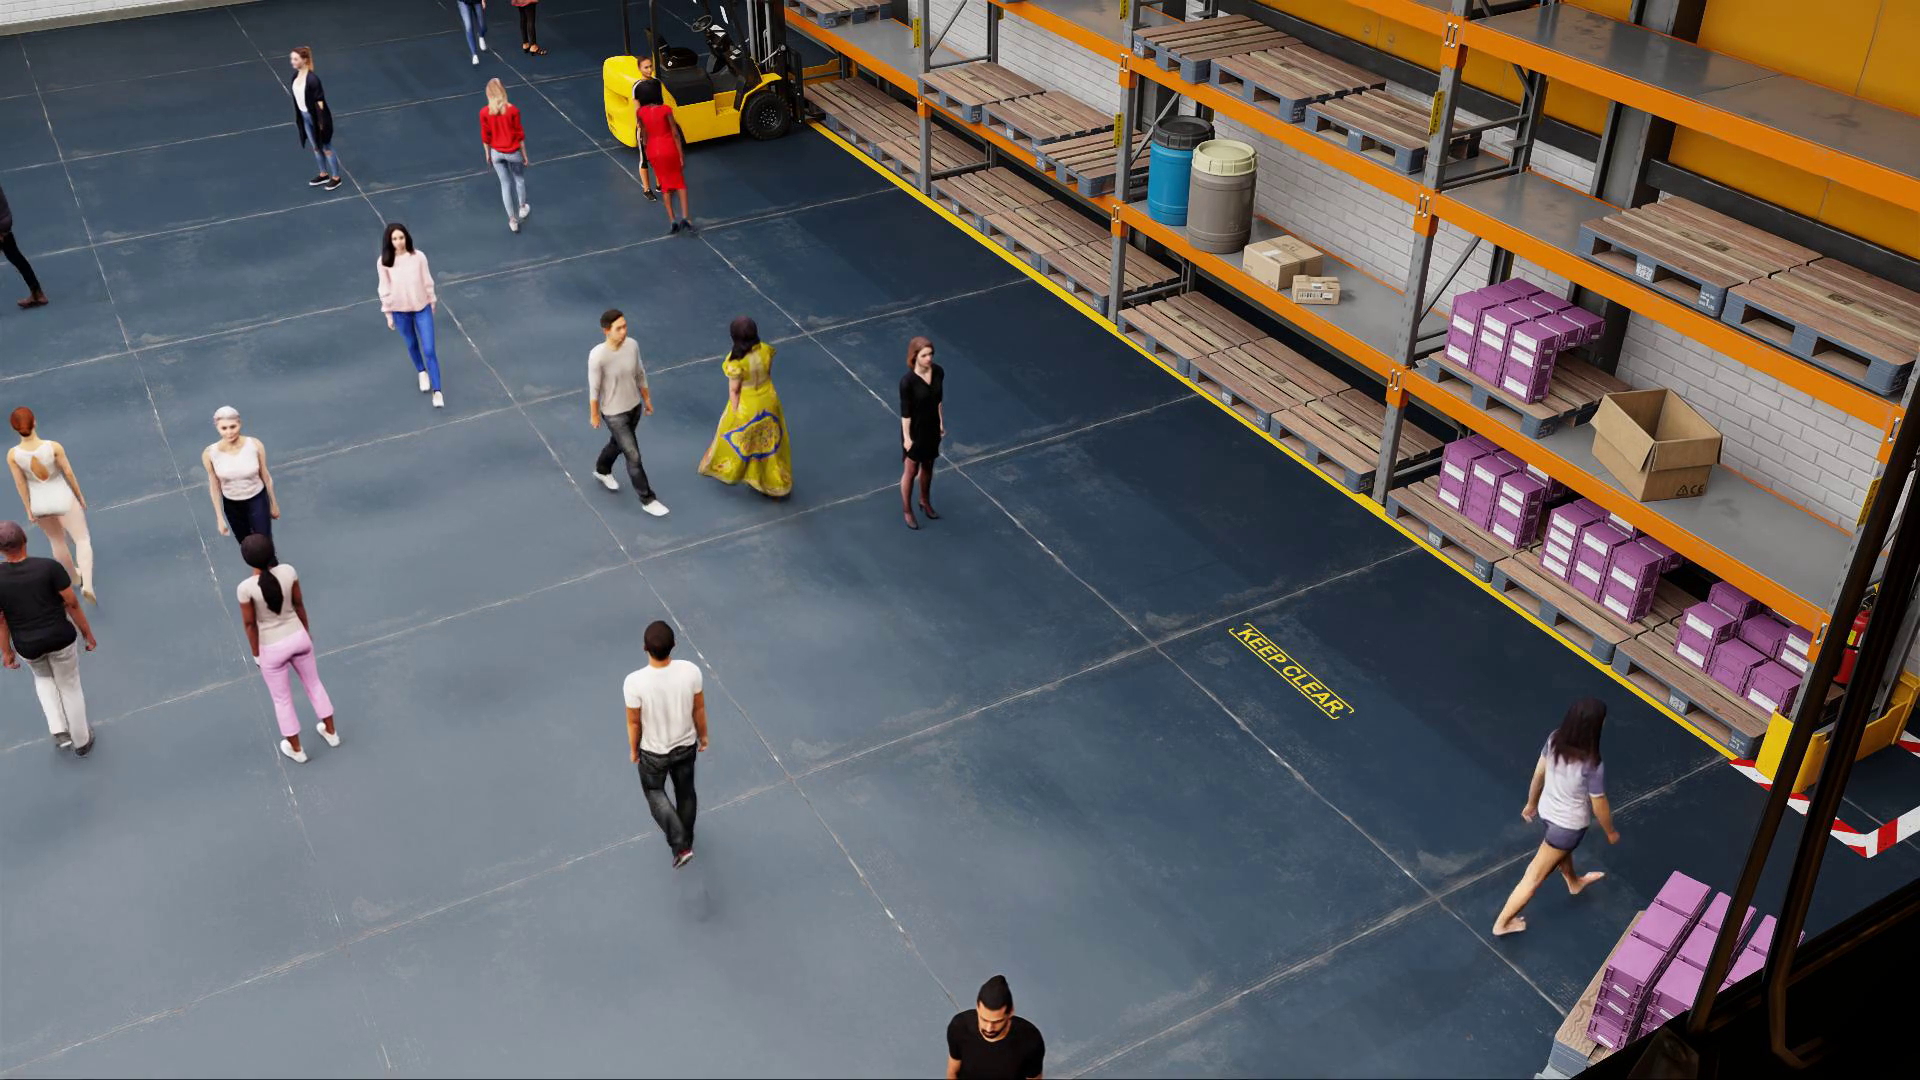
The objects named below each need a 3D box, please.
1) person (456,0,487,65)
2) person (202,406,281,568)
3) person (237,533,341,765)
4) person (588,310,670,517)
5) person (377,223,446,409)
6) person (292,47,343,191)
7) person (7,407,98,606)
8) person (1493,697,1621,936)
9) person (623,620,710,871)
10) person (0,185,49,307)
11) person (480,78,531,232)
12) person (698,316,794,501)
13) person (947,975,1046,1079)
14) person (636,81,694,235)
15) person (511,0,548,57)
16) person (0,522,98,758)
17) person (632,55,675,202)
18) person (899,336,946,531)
[{"bbox_3d":[-6.996,-7.710,23.757,0.726,1.692,1.066,-9,35,-13],"label":"person"},{"bbox_3d":[-5.415,-0.285,12.603,0.729,1.674,1.152,-12,35,-17],"label":"person"},{"bbox_3d":[-4.488,0.705,11.055,0.613,1.738,0.622,27,42,34],"label":"person"},{"bbox_3d":[-2.867,-1.102,13.749,1.264,1.766,0.982,23,40,30],"label":"person"},{"bbox_3d":[-5.058,-2.122,15.316,0.830,1.730,1.138,-8,34,-12],"label":"person"},{"bbox_3d":[-7.630,-5.000,19.689,0.651,1.683,0.774,20,39,27],"label":"person"},{"bbox_3d":[-6.844,-0.230,12.563,0.607,1.626,0.945,-14,36,-21],"label":"person"},{"bbox_3d":[3.420,1.667,9.652,0.806,1.690,1.062,-11,35,-16],"label":"person"},{"bbox_3d":[-1.758,1.289,10.128,0.658,1.793,0.834,-15,37,-22],"label":"person"},{"bbox_3d":[-9.688,-3.183,16.839,0.894,1.811,0.999,-10,35,-15],"label":"person"},{"bbox_3d":[-5.078,-4.279,18.597,0.801,1.690,0.929,-6,34,-8],"label":"person"},{"bbox_3d":[-1.663,-1.055,13.800,0.933,1.630,1.144,-26,41,-33],"label":"person"},{"bbox_3d":[0.170,2.728,7.997,0.694,1.755,0.742,7,34,10],"label":"person"},{"bbox_3d":[-3.288,-4.228,18.502,0.744,1.710,0.749,9,35,14],"label":"person"},{"bbox_3d":[-6.279,-7.875,23.996,0.708,1.703,0.547,-25,41,-32],"label":"person"},{"bbox_3d":[-6.039,0.729,10.980,0.751,1.783,0.716,-12,35,-17],"label":"person"},{"bbox_3d":[-3.629,-4.840,19.461,0.633,1.669,0.647,25,41,33],"label":"person"},{"bbox_3d":[-0.317,-0.883,13.476,0.630,1.704,0.569,-27,42,-34],"label":"person"}]
